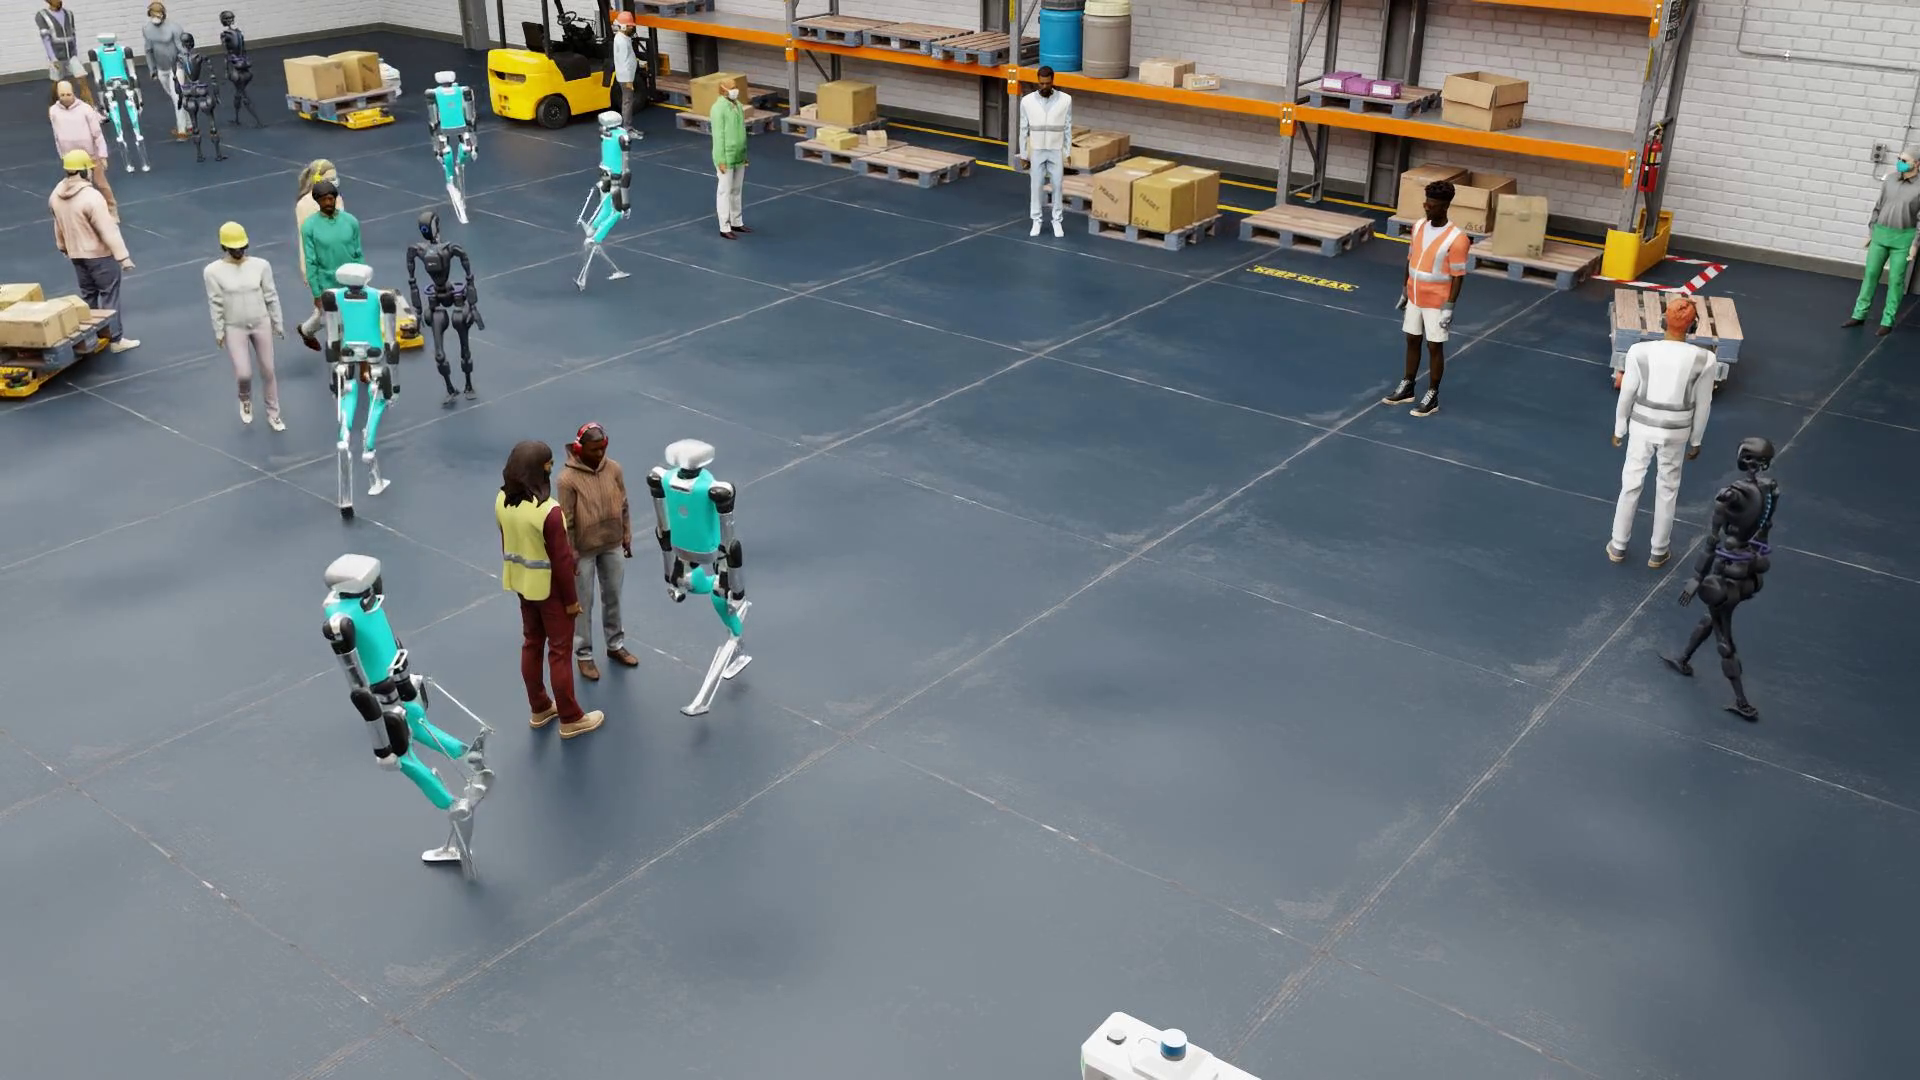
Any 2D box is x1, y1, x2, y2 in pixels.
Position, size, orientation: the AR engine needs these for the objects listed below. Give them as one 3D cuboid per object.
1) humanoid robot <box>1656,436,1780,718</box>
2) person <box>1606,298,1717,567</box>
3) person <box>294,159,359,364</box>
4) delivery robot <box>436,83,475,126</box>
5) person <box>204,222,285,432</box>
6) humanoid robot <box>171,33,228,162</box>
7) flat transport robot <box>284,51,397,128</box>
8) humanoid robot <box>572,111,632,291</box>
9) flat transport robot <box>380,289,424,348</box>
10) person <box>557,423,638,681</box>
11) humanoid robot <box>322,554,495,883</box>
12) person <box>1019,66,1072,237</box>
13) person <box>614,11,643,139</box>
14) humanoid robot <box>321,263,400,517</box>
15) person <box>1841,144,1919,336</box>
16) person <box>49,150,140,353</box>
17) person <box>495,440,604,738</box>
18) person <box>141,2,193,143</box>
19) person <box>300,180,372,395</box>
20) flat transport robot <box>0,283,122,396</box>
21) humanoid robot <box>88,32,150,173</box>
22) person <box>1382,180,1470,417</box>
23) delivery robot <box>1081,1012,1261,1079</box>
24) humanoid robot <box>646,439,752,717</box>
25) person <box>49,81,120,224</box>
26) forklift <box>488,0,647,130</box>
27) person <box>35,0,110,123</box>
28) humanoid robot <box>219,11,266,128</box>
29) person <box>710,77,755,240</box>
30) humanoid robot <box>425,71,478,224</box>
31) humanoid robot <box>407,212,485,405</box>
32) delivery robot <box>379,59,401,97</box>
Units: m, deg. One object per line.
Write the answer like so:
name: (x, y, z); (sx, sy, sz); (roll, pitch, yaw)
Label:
humanoid robot: (4.458, 0.180, 9.641); (0.607, 1.628, 0.783); (-14, 29, -27)
person: (4.703, -0.715, 11.198); (0.572, 1.882, 0.356); (11, 28, 22)
person: (-5.690, -2.478, 14.879); (0.578, 1.852, 0.594); (9, 27, 17)
delivery robot: (-7.452, -6.421, 24.561); (0.499, 0.614, 0.791); (2, 26, 3)
person: (-5.718, -1.703, 13.390); (0.534, 1.753, 0.383); (-18, 31, -32)
humanoid robot: (-10.162, -5.902, 22.157); (0.599, 1.657, 0.315); (-2, 26, -4)
flat transport robot: (-9.125, -6.328, 24.675); (1.431, 0.231, 0.659); (18, 31, 33)
humanoid robot: (-3.763, -3.423, 17.047); (0.866, 1.838, 0.549); (-20, 32, -35)
flat transport robot: (-5.603, -2.106, 15.931); (0.659, 0.231, 1.431); (-12, 28, -23)
person: (-2.159, 0.052, 9.889); (0.457, 1.641, 0.326); (-19, 32, -34)
humanoid robot: (-2.572, 0.931, 8.078); (0.759, 1.885, 0.547); (0, 26, -1)
person: (0.965, -4.387, 18.781); (0.594, 1.907, 0.417); (0, 26, -1)
person: (-4.673, -6.531, 23.439); (0.352, 1.711, 0.572); (-6, 26, -12)
humanoid robot: (-4.375, -1.026, 12.019); (0.540, 1.775, 0.970); (0, 26, 0)
person: (8.799, -2.847, 15.662); (0.345, 1.840, 0.511); (-17, 30, -31)
person: (-7.923, -2.616, 15.168); (0.817, 1.854, 0.434); (10, 28, 20)
person: (-2.324, 0.282, 9.255); (0.465, 1.775, 0.377); (17, 30, 31)
person: (-11.077, -6.564, 23.302); (0.674, 1.893, 0.683); (8, 27, 16)
person: (-5.327, -2.174, 14.256); (0.506, 1.847, 0.377); (-18, 31, -32)
flat transport robot: (-8.324, -1.618, 14.922); (0.659, 0.231, 1.431); (2, 26, 4)
humanoid robot: (-10.827, -5.619, 21.493); (0.532, 1.744, 0.751); (-13, 29, -25)
person: (3.878, -2.006, 13.776); (0.366, 1.965, 0.607); (-14, 29, -27)
delivery robot: (0.858, 2.231, 6.638); (0.804, 0.610, 0.499); (18, 31, 33)
humanoid robot: (-1.379, 0.163, 9.552); (0.540, 1.723, 1.008); (11, 28, 22)
person: (-9.979, -4.385, 18.967); (0.550, 1.734, 0.881); (-6, 26, -12)
forklift: (-5.874, -7.334, 24.552); (1.214, 2.155, 2.313); (19, 32, 34)
person: (-13.087, -7.087, 24.284); (1.066, 1.991, 0.612); (14, 29, 27)
humanoid robot: (-10.478, -6.800, 24.071); (0.640, 1.638, 0.599); (4, 26, 8)
person: (-2.580, -4.311, 18.759); (0.385, 1.784, 0.539); (12, 28, 23)
humanoid robot: (-5.993, -4.673, 19.580); (0.530, 1.768, 0.965); (-12, 28, -23)
humanoid robot: (-4.310, -1.947, 13.990); (0.595, 1.643, 0.460); (0, 26, 0)
delivery robot: (-9.194, -7.352, 26.463); (0.499, 0.590, 0.761); (-20, 32, -35)
